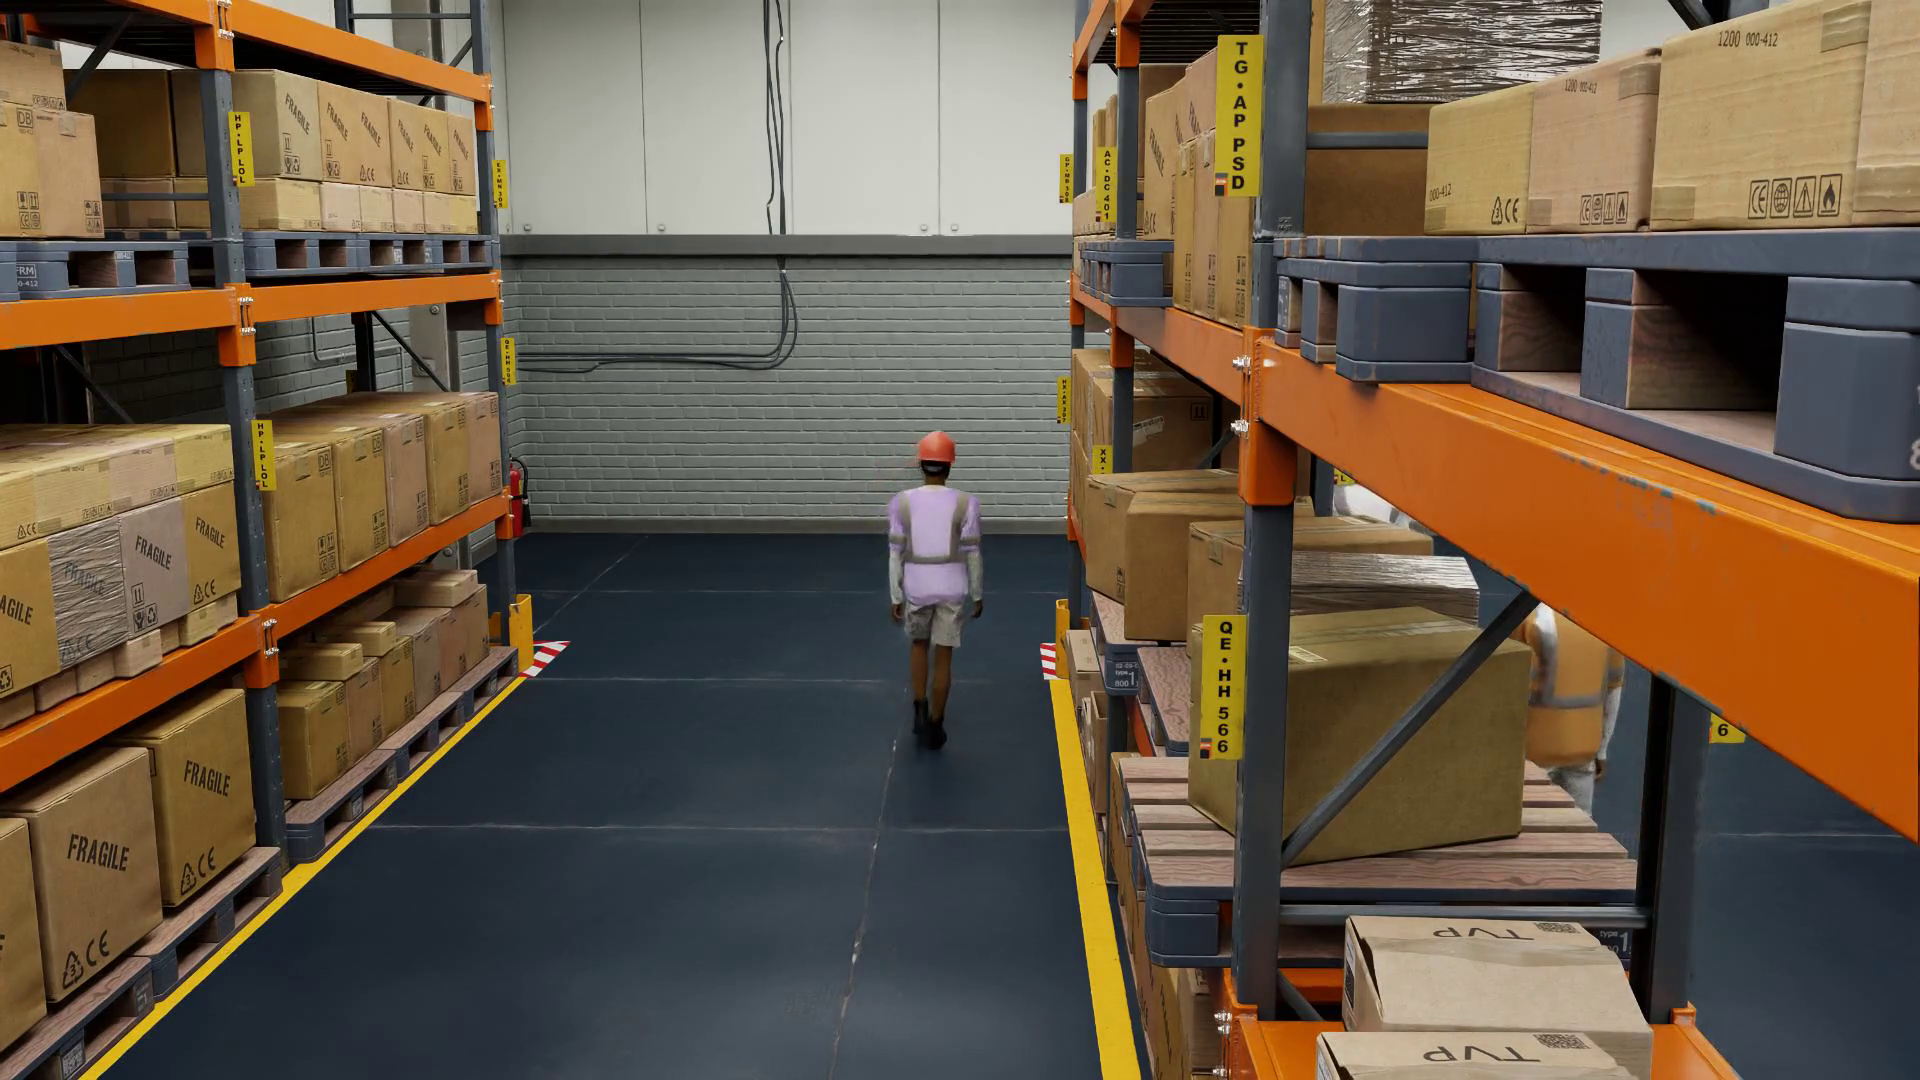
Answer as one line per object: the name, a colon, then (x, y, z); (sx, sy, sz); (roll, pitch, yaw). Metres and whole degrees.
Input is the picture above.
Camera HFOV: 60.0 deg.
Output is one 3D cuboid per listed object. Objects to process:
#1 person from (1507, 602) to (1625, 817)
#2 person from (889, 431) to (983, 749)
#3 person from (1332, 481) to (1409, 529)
person: (2.468, 0.846, 6.954); (0.585, 1.934, 0.382); (-3, 10, -15)
person: (-0.134, 0.297, 10.080); (0.557, 1.916, 0.500); (1, 10, 8)
person: (2.500, 0.301, 10.249); (0.580, 1.864, 0.721); (-1, 10, -6)
